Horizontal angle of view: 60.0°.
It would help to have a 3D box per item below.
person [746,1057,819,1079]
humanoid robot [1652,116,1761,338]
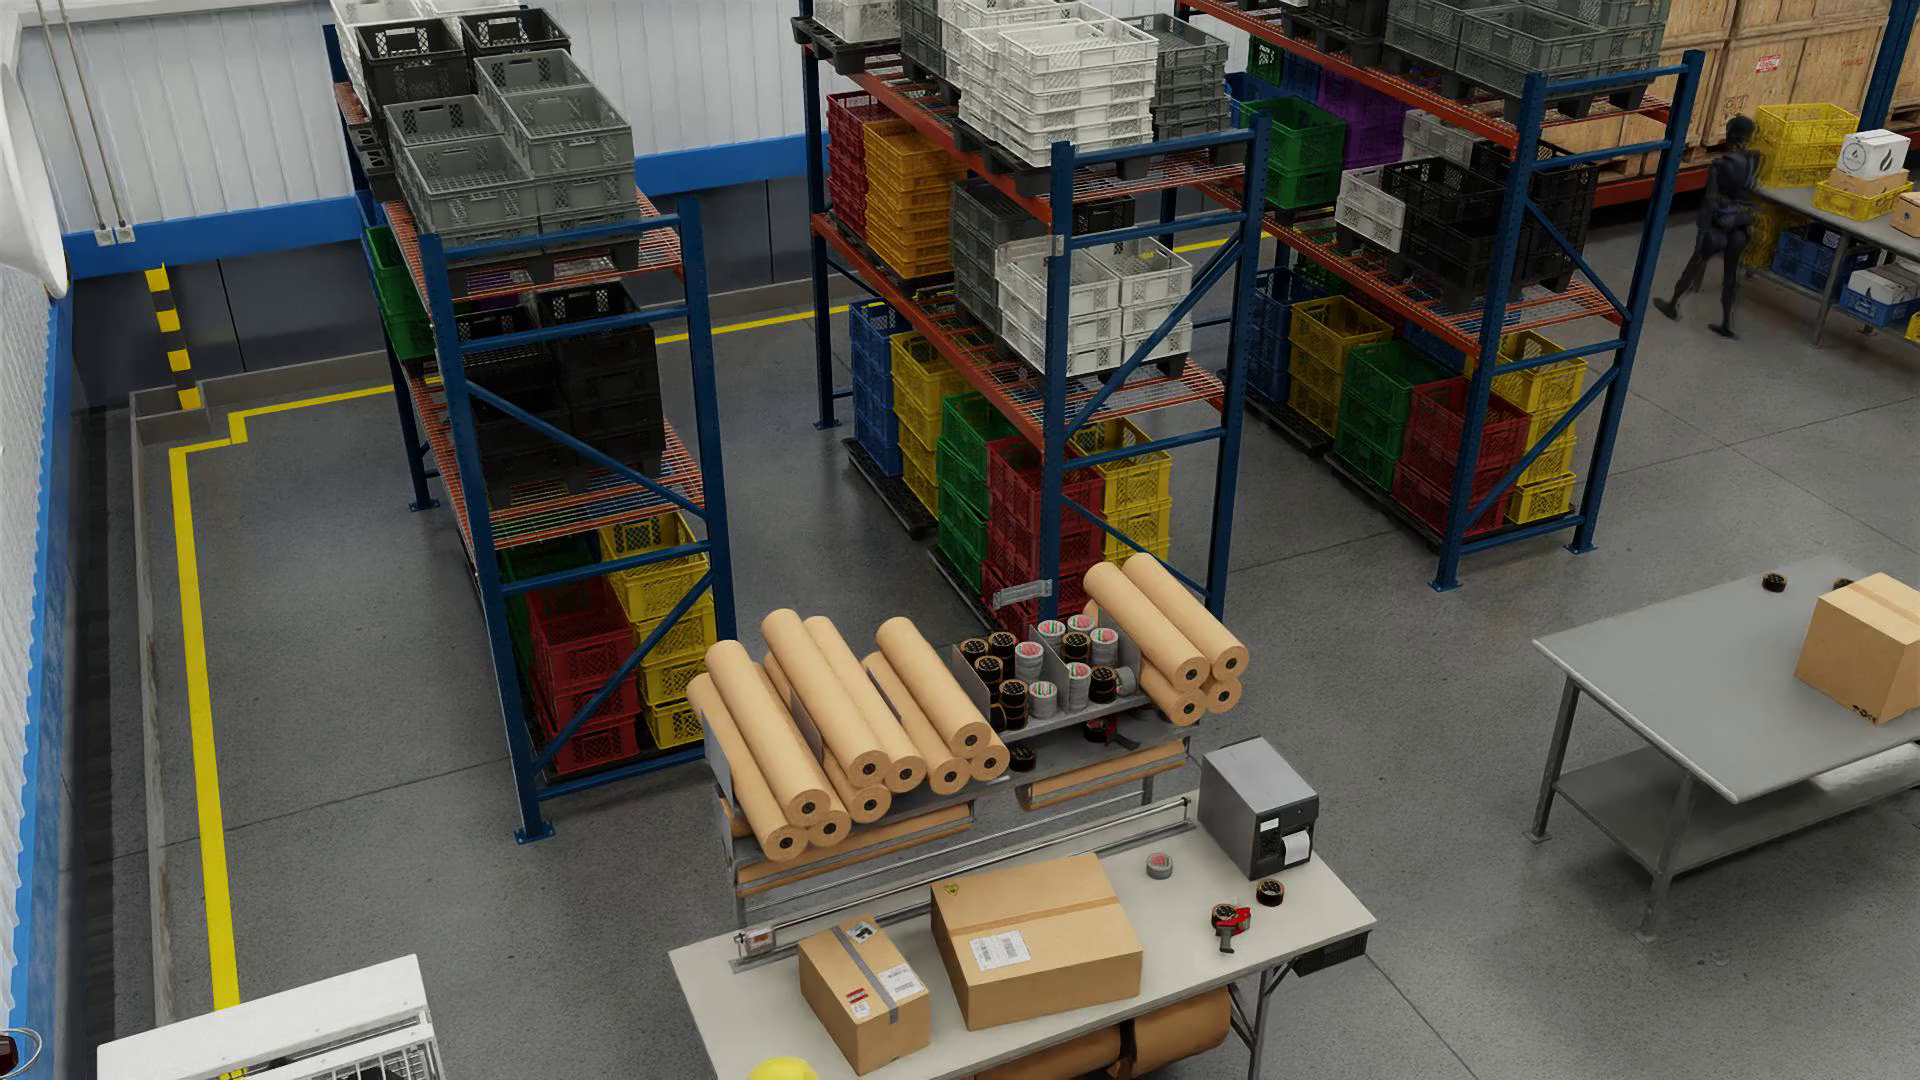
[{"bbox_3d":[-0.498,2.190,4.983,0.316,1.769,0.522,-3,32,-5],"label":"person"},{"bbox_3d":[5.720,-2.384,12.523,0.589,1.623,0.746,-11,33,-18],"label":"humanoid robot"}]
